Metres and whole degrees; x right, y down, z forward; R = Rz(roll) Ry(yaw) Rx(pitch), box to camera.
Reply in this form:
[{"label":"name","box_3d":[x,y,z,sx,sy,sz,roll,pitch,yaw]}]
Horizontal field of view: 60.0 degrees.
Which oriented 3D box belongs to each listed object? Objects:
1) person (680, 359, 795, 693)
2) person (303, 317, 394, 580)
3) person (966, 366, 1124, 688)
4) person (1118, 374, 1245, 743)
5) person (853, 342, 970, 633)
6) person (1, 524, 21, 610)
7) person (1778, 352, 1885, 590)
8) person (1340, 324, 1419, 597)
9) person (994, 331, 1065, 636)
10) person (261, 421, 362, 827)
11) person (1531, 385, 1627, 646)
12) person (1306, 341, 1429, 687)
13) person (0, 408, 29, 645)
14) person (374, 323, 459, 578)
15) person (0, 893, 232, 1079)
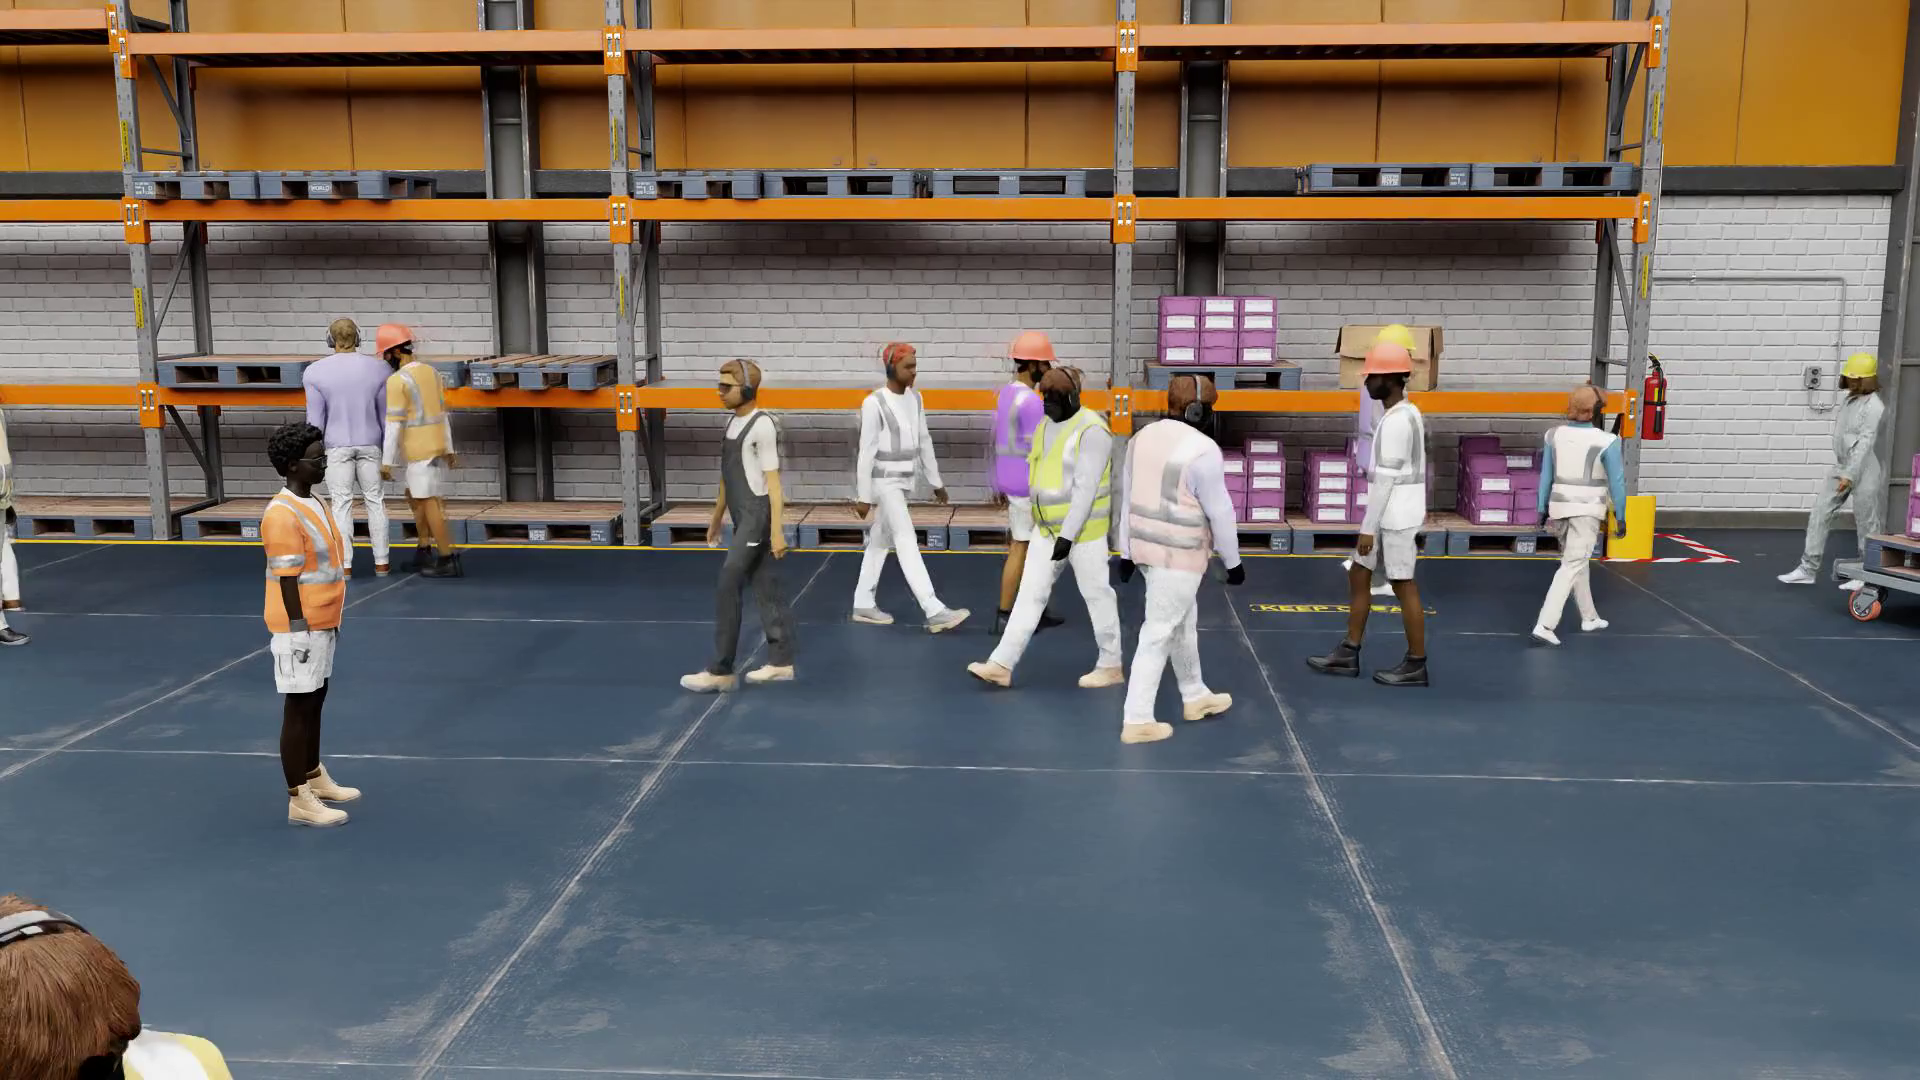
[{"label":"person","box_3d":[-1.274,-0.077,9.123,0.804,1.817,0.531,-4,10,-22]},{"label":"person","box_3d":[-4.485,-0.670,12.271,0.630,1.937,0.373,-5,11,-28]},{"label":"person","box_3d":[0.529,-0.046,9.043,0.916,1.785,0.620,-7,12,-34]},{"label":"person","box_3d":[1.148,0.088,8.212,0.875,1.803,0.636,-5,11,-25]},{"label":"person","box_3d":[-0.314,-0.326,10.562,0.982,1.833,0.580,5,11,25]},{"label":"person","box_3d":[-6.531,-0.305,11.062,0.436,1.616,0.520,0,10,-2]},{"label":"person","box_3d":[6.243,-0.468,11.761,0.747,1.704,0.507,-1,10,-4]},{"label":"person","box_3d":[2.932,-0.529,11.503,0.447,1.913,0.617,-1,10,-5]},{"label":"person","box_3d":[0.494,-0.346,10.427,0.660,1.912,0.565,-2,10,-14]},{"label":"person","box_3d":[-2.747,0.348,7.011,0.318,1.697,0.535,-1,10,-8]},{"label":"person","box_3d":[3.817,-0.156,10.264,0.870,1.594,0.534,-7,12,-34]},{"label":"person","box_3d":[2.255,-0.133,9.187,0.809,1.908,0.579,3,10,16]},{"label":"person","box_3d":[-5.905,-0.231,9.996,0.404,1.834,0.591,1,10,8]},{"label":"person","box_3d":[-4.027,-0.644,12.239,0.689,1.893,0.599,2,10,13]},{"label":"person","box_3d":[-0.921,1.210,1.728,0.944,1.778,0.613,2,10,14]}]
